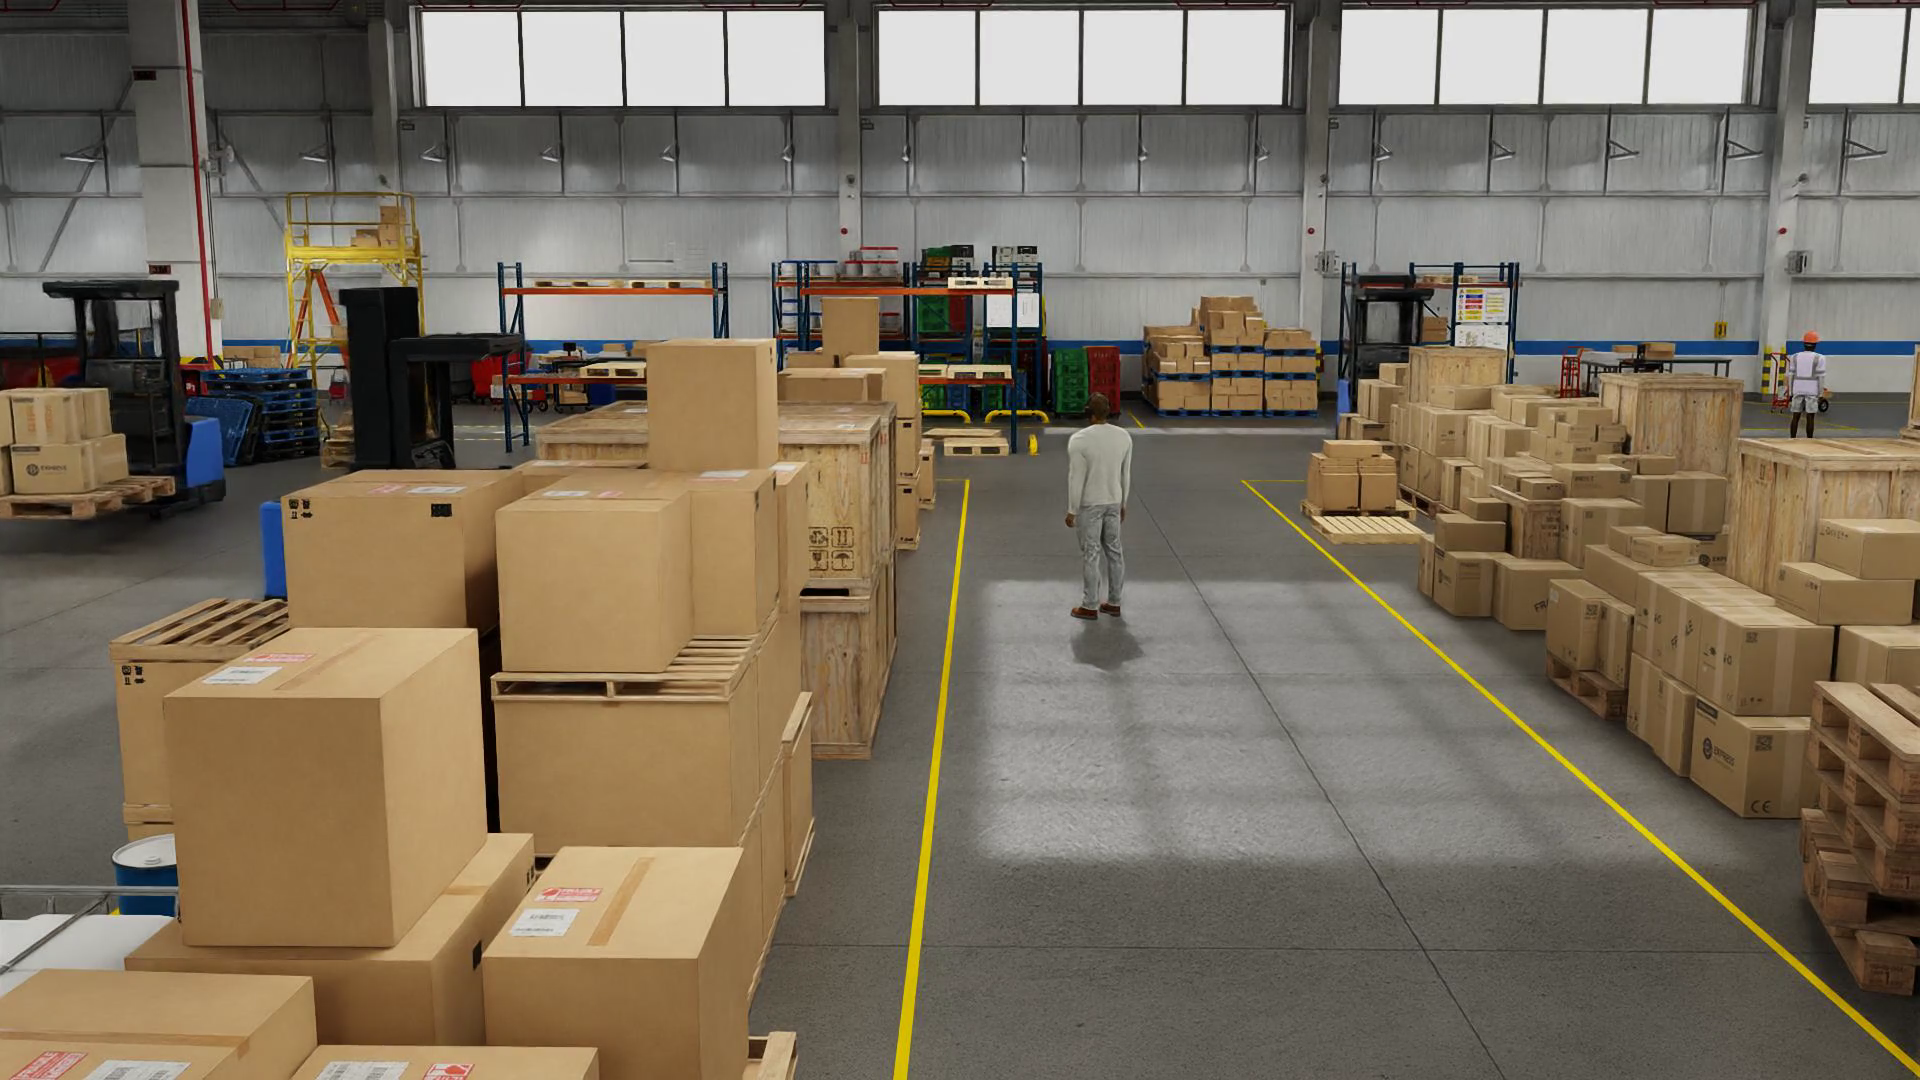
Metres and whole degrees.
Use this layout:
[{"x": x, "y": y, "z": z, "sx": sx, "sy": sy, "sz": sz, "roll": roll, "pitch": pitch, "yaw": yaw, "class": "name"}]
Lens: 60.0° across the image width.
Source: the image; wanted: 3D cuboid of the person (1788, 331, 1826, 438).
[{"x": 13.594, "y": -2.378, "z": 26.696, "sx": 0.362, "sy": 1.936, "sz": 0.552, "roll": -9, "pitch": 13, "yaw": -42, "class": "person"}]

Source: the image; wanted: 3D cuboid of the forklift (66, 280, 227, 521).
[{"x": -9.838, "y": -1.738, "z": 20.044, "sx": 1.129, "sy": 2.768, "sz": 1.873, "roll": 0, "pitch": 9, "yaw": 1, "class": "forklift"}]

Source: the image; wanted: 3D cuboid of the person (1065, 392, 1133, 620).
[{"x": 1.172, "y": -0.285, "z": 14.155, "sx": 0.627, "sy": 1.940, "sz": 0.370, "roll": -6, "pitch": 11, "yaw": -30, "class": "person"}]

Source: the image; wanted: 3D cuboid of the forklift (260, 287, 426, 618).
[{"x": -4.775, "y": -0.711, "z": 13.897, "sx": 1.873, "sy": 2.768, "sz": 1.129, "roll": 0, "pitch": 9, "yaw": 1, "class": "forklift"}]

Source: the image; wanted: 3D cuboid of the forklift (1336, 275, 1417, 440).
[{"x": 6.836, "y": -2.892, "z": 26.956, "sx": 1.129, "sy": 2.768, "sz": 1.873, "roll": 0, "pitch": 9, "yaw": 1, "class": "forklift"}]
